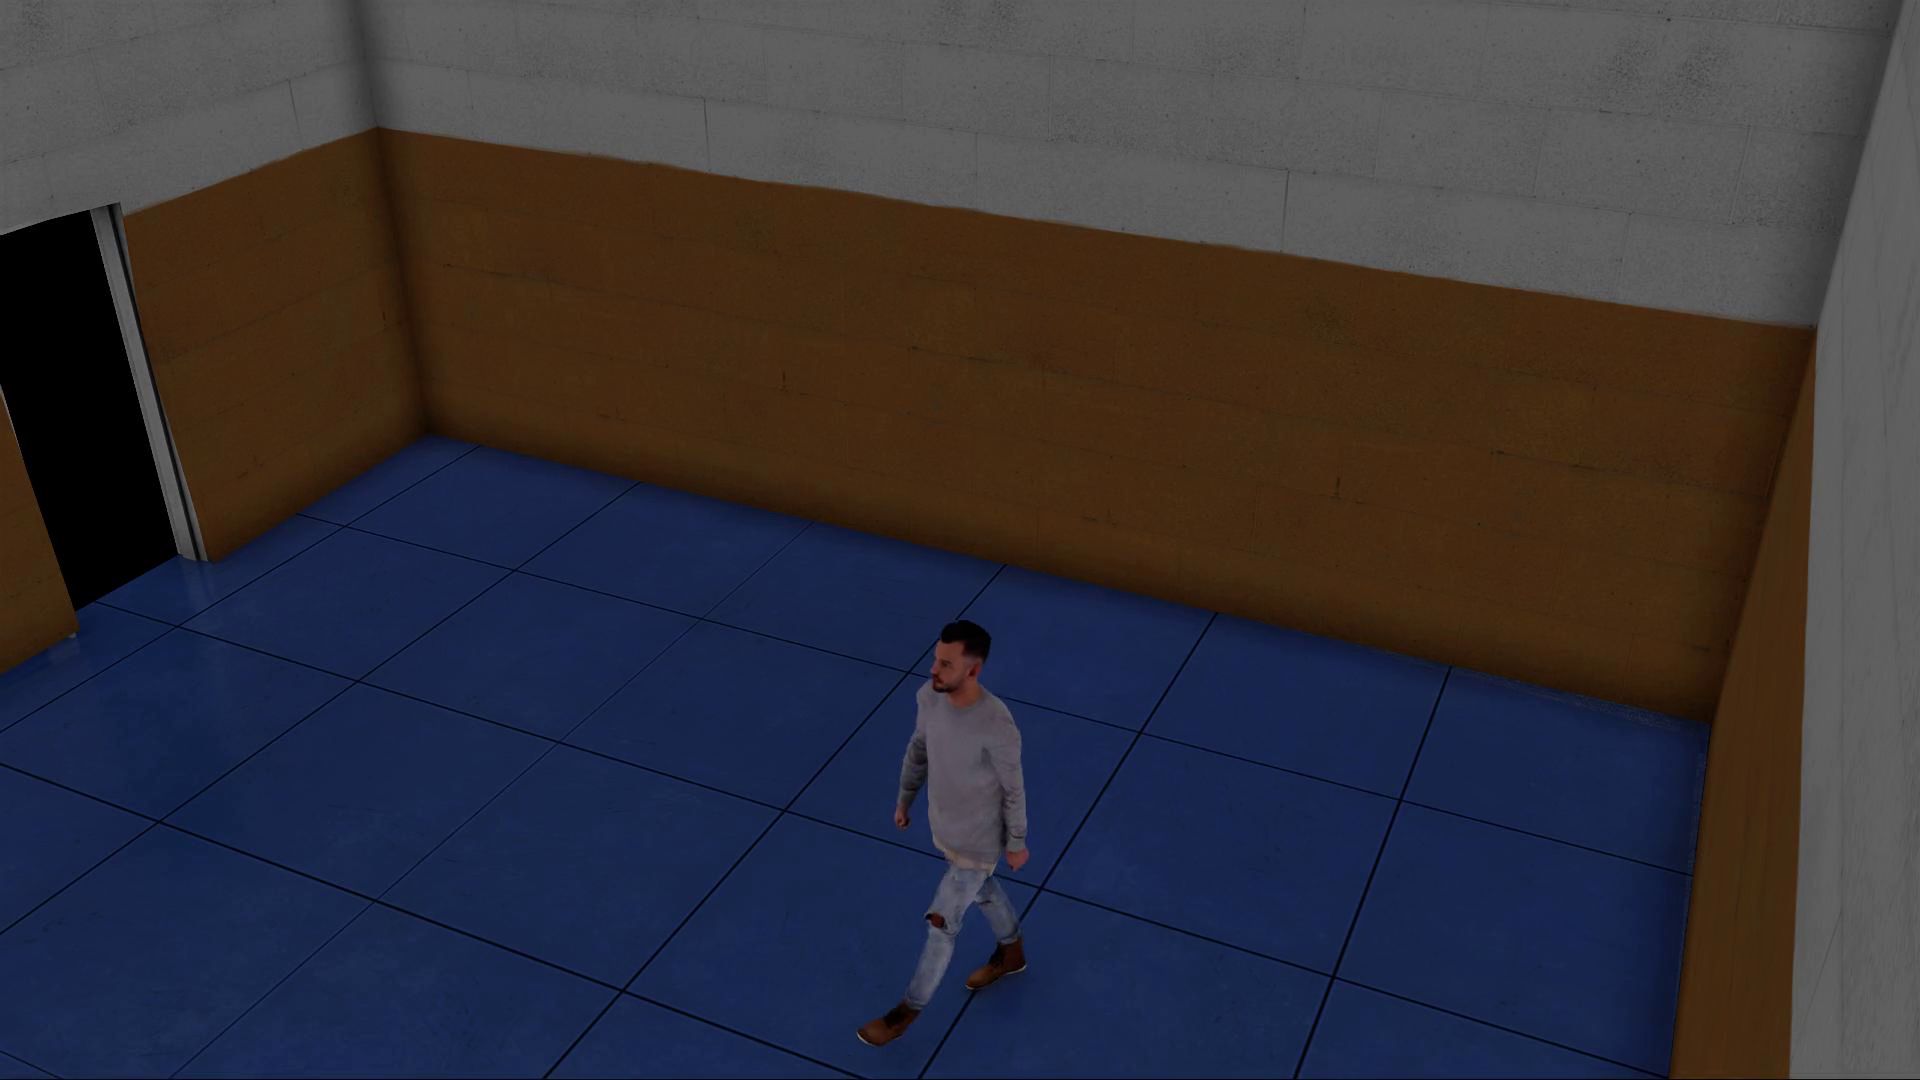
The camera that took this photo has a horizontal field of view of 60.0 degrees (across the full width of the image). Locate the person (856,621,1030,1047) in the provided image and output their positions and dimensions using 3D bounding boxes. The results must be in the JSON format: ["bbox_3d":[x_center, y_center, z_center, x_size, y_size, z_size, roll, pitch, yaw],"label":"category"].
[{"bbox_3d":[0.085,1.098,6.496,1.108,1.796,1.181,-20,34,-32],"label":"person"}]
